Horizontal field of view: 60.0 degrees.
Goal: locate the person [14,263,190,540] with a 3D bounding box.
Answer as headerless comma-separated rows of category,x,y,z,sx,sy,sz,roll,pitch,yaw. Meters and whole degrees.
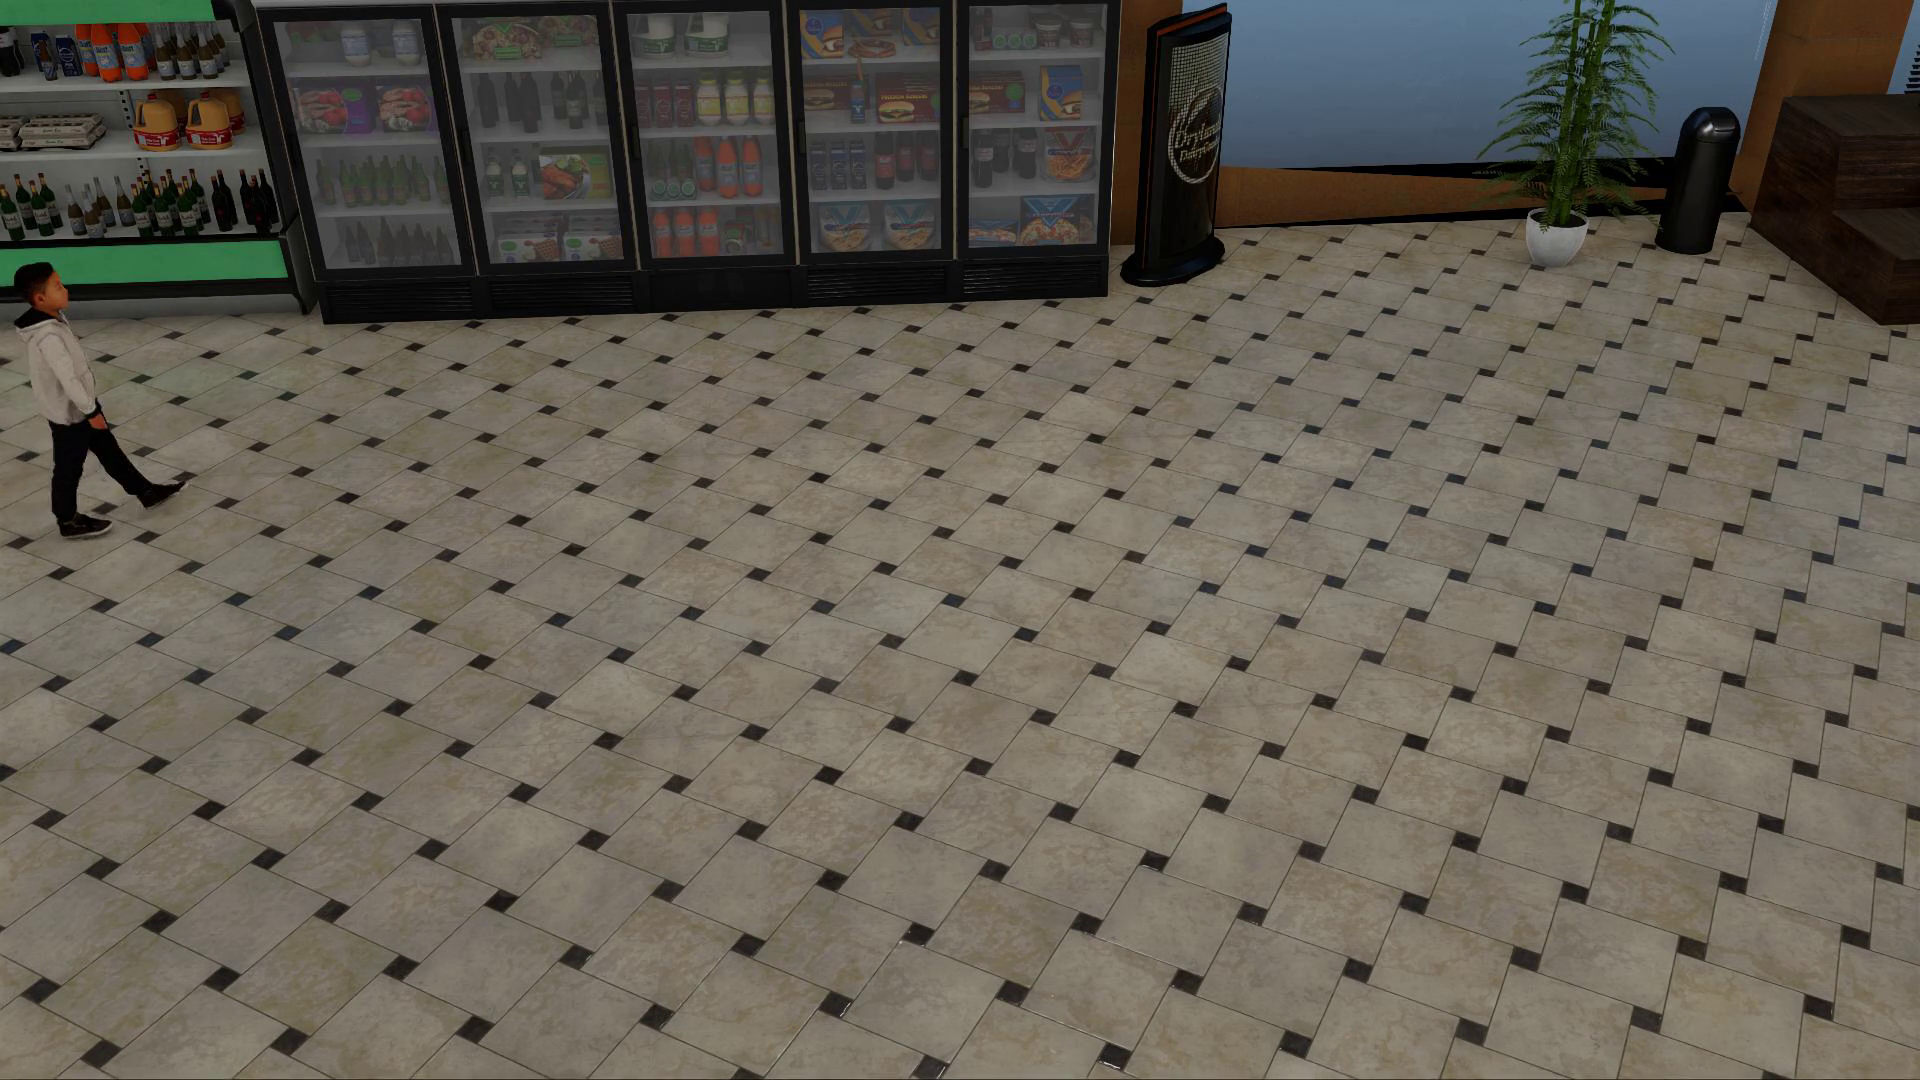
person,-4.454,-0.651,8.176,0.939,1.430,0.760,-12,34,-19
